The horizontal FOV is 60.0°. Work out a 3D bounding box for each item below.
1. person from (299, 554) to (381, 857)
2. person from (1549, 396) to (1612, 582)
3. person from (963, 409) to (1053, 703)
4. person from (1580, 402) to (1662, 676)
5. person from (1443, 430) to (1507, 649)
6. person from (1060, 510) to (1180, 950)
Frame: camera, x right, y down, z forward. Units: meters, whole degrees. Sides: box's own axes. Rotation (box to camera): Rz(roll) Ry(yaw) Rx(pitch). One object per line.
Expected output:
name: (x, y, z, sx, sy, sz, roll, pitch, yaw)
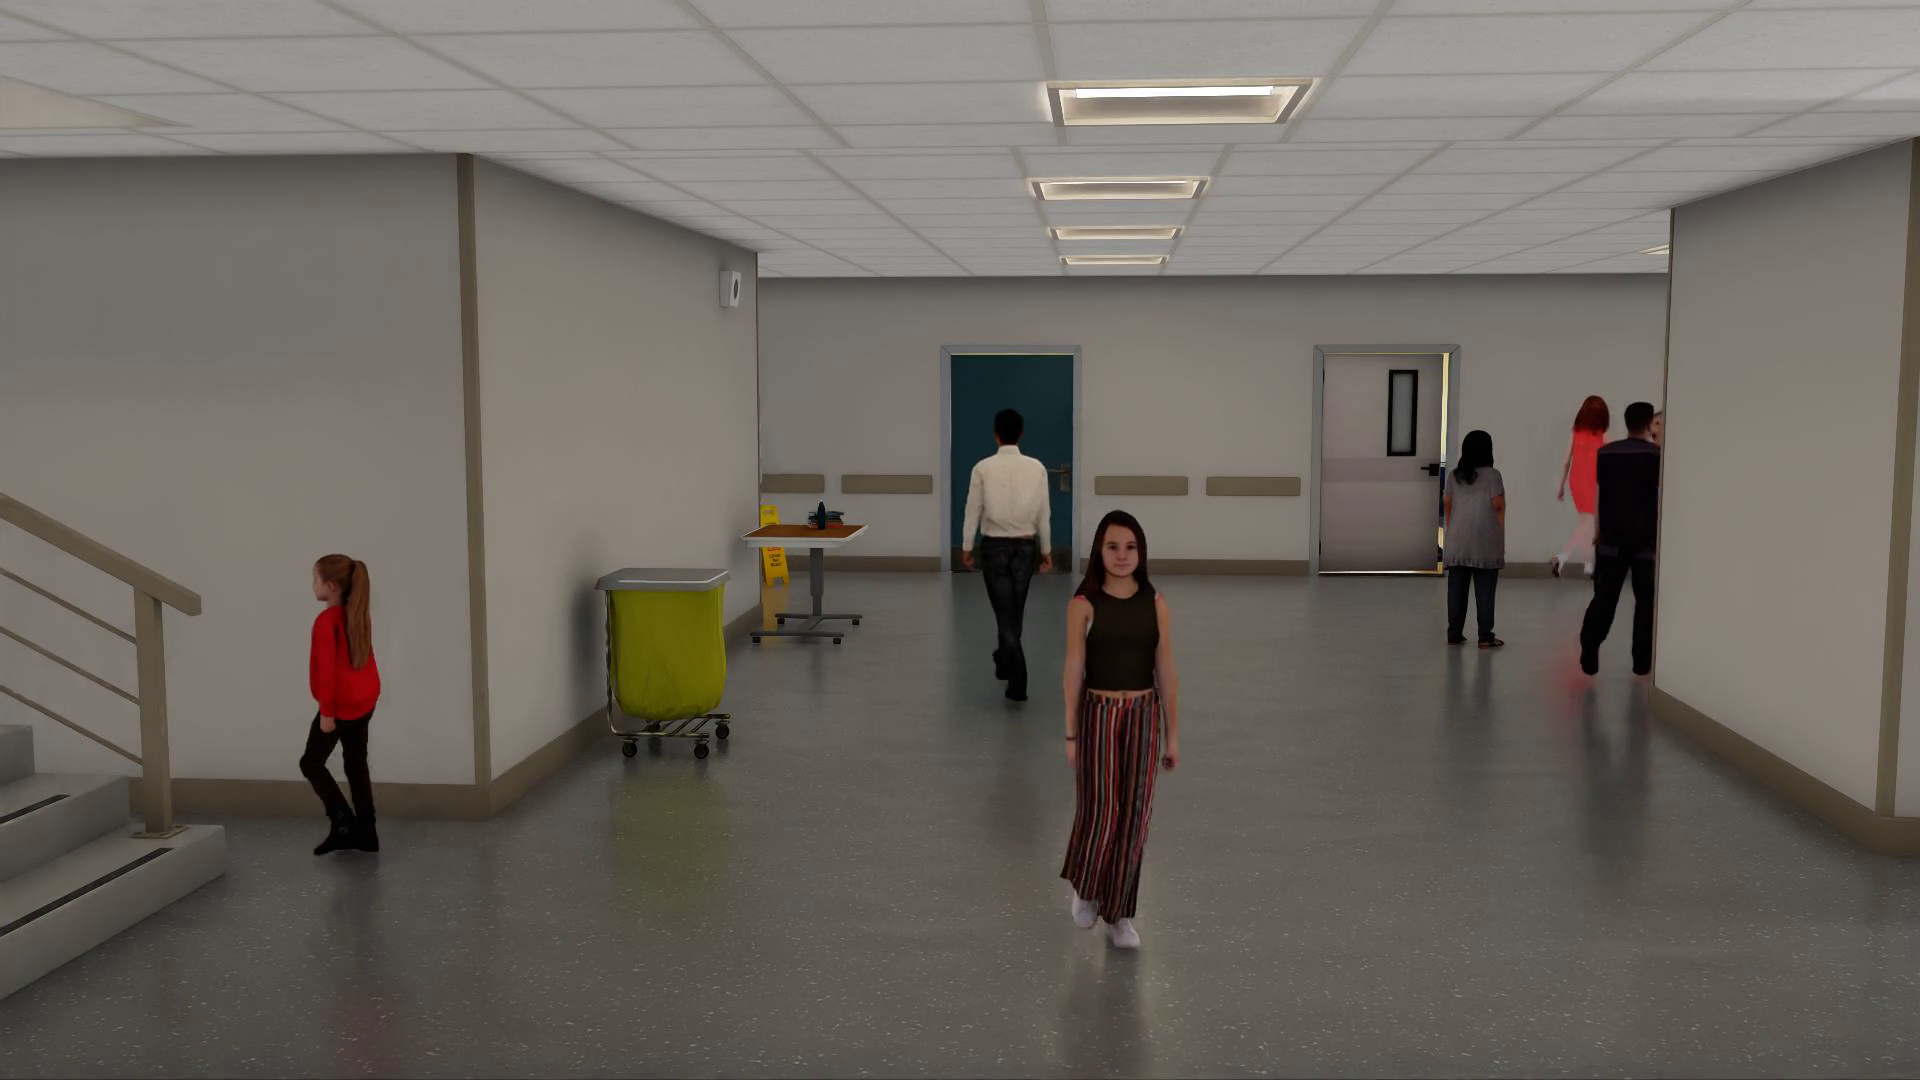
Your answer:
person: (-2.531, 0.698, 6.961, 0.522, 1.273, 0.526, 1, 6, 11)
person: (5.871, -0.436, 15.713, 1.235, 1.778, 1.151, -5, 7, -38)
person: (0.313, 0.123, 10.213, 1.172, 1.765, 0.973, -1, 6, -11)
person: (4.391, 0.014, 10.987, 1.161, 1.828, 1.144, 5, 8, 41)
person: (3.829, -0.018, 12.389, 0.837, 1.610, 0.772, -6, 8, -44)
person: (0.551, 0.658, 5.951, 0.637, 1.554, 0.687, -1, 6, -10)
